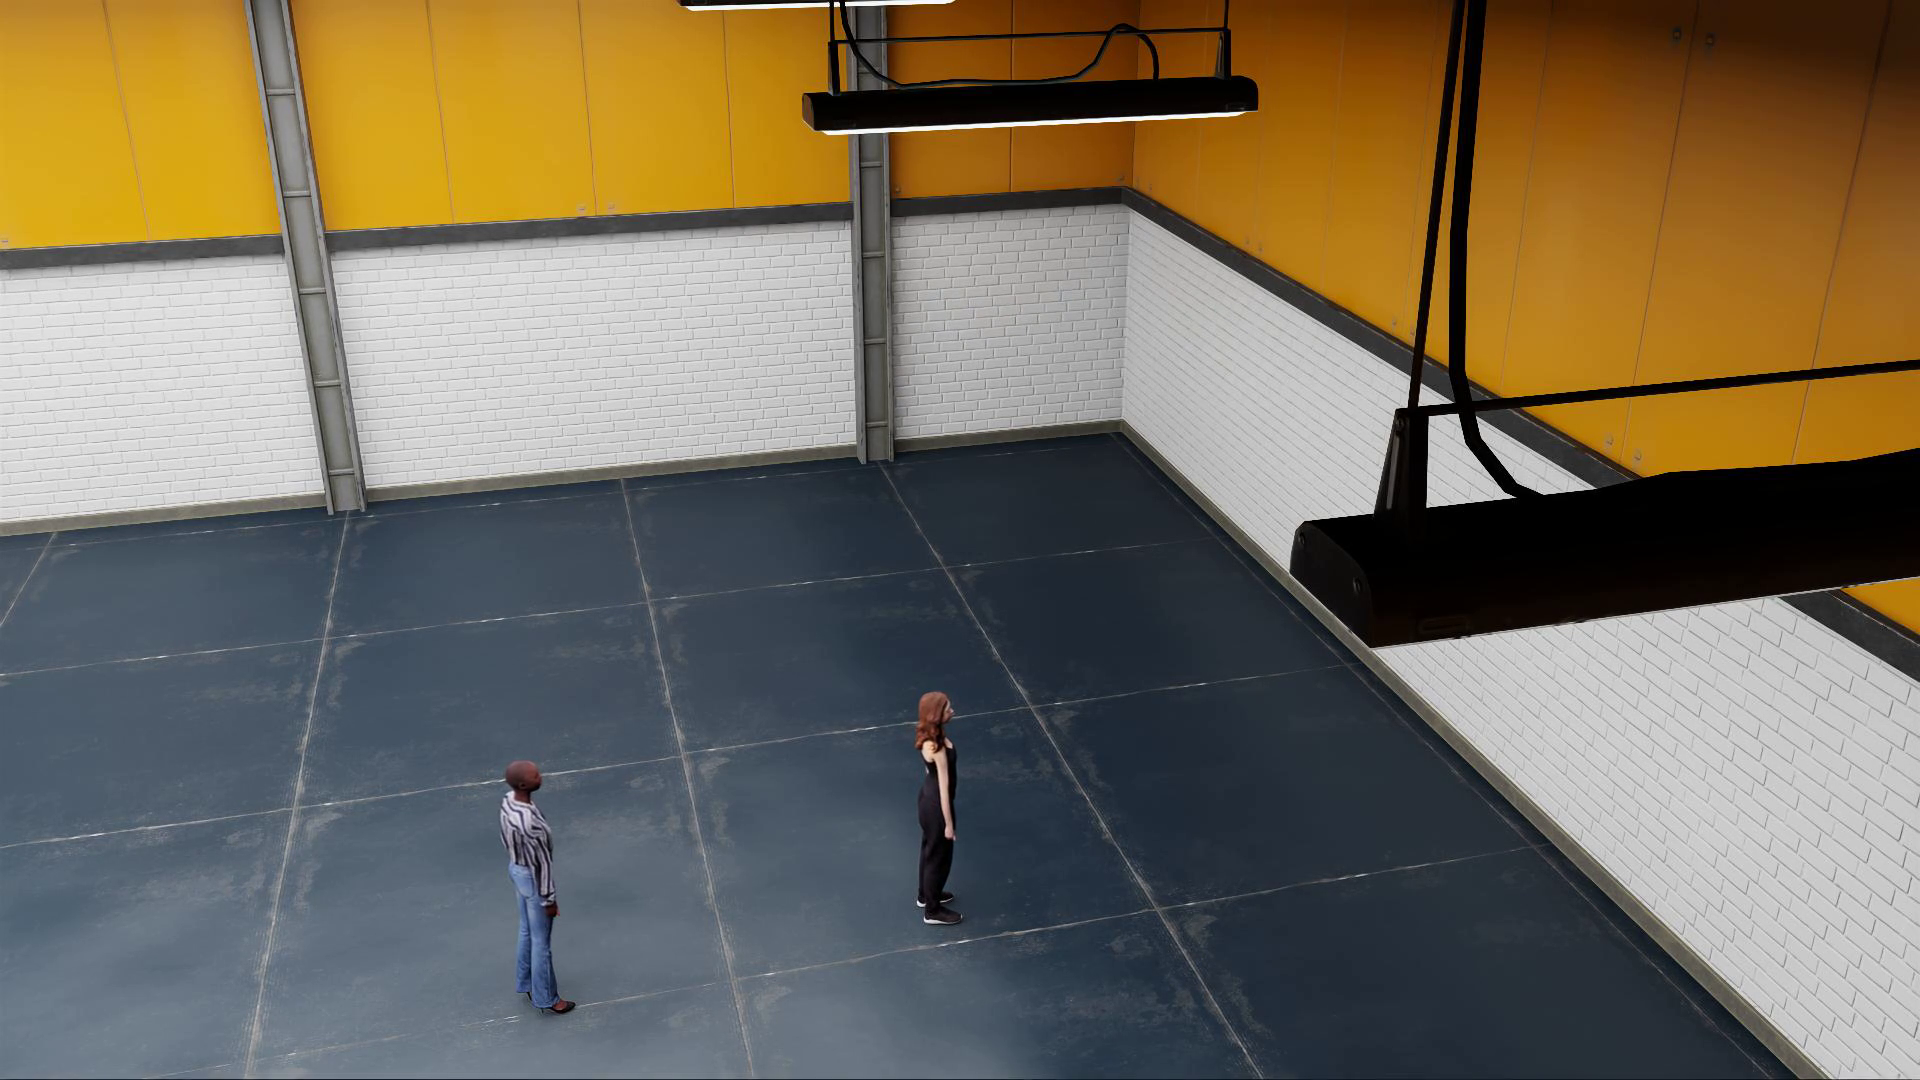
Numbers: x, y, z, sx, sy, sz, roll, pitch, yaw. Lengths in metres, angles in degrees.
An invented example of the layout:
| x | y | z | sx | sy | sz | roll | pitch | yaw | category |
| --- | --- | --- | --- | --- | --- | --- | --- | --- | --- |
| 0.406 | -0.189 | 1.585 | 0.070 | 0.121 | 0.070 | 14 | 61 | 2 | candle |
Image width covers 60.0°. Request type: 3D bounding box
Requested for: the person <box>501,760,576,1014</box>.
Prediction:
| x | y | z | sx | sy | sz | roll | pitch | yaw | category |
| --- | --- | --- | --- | --- | --- | --- | --- | --- | --- |
| -2.691 | 2.170 | 10.466 | 0.664 | 1.794 | 0.701 | -16 | 28 | -32 | person |

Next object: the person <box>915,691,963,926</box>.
| x | y | z | sx | sy | sz | roll | pitch | yaw | category |
| --- | --- | --- | --- | --- | --- | --- | --- | --- | --- |
| -0.168 | 1.807 | 11.356 | 0.518 | 1.747 | 0.598 | -5 | 24 | -11 | person |
